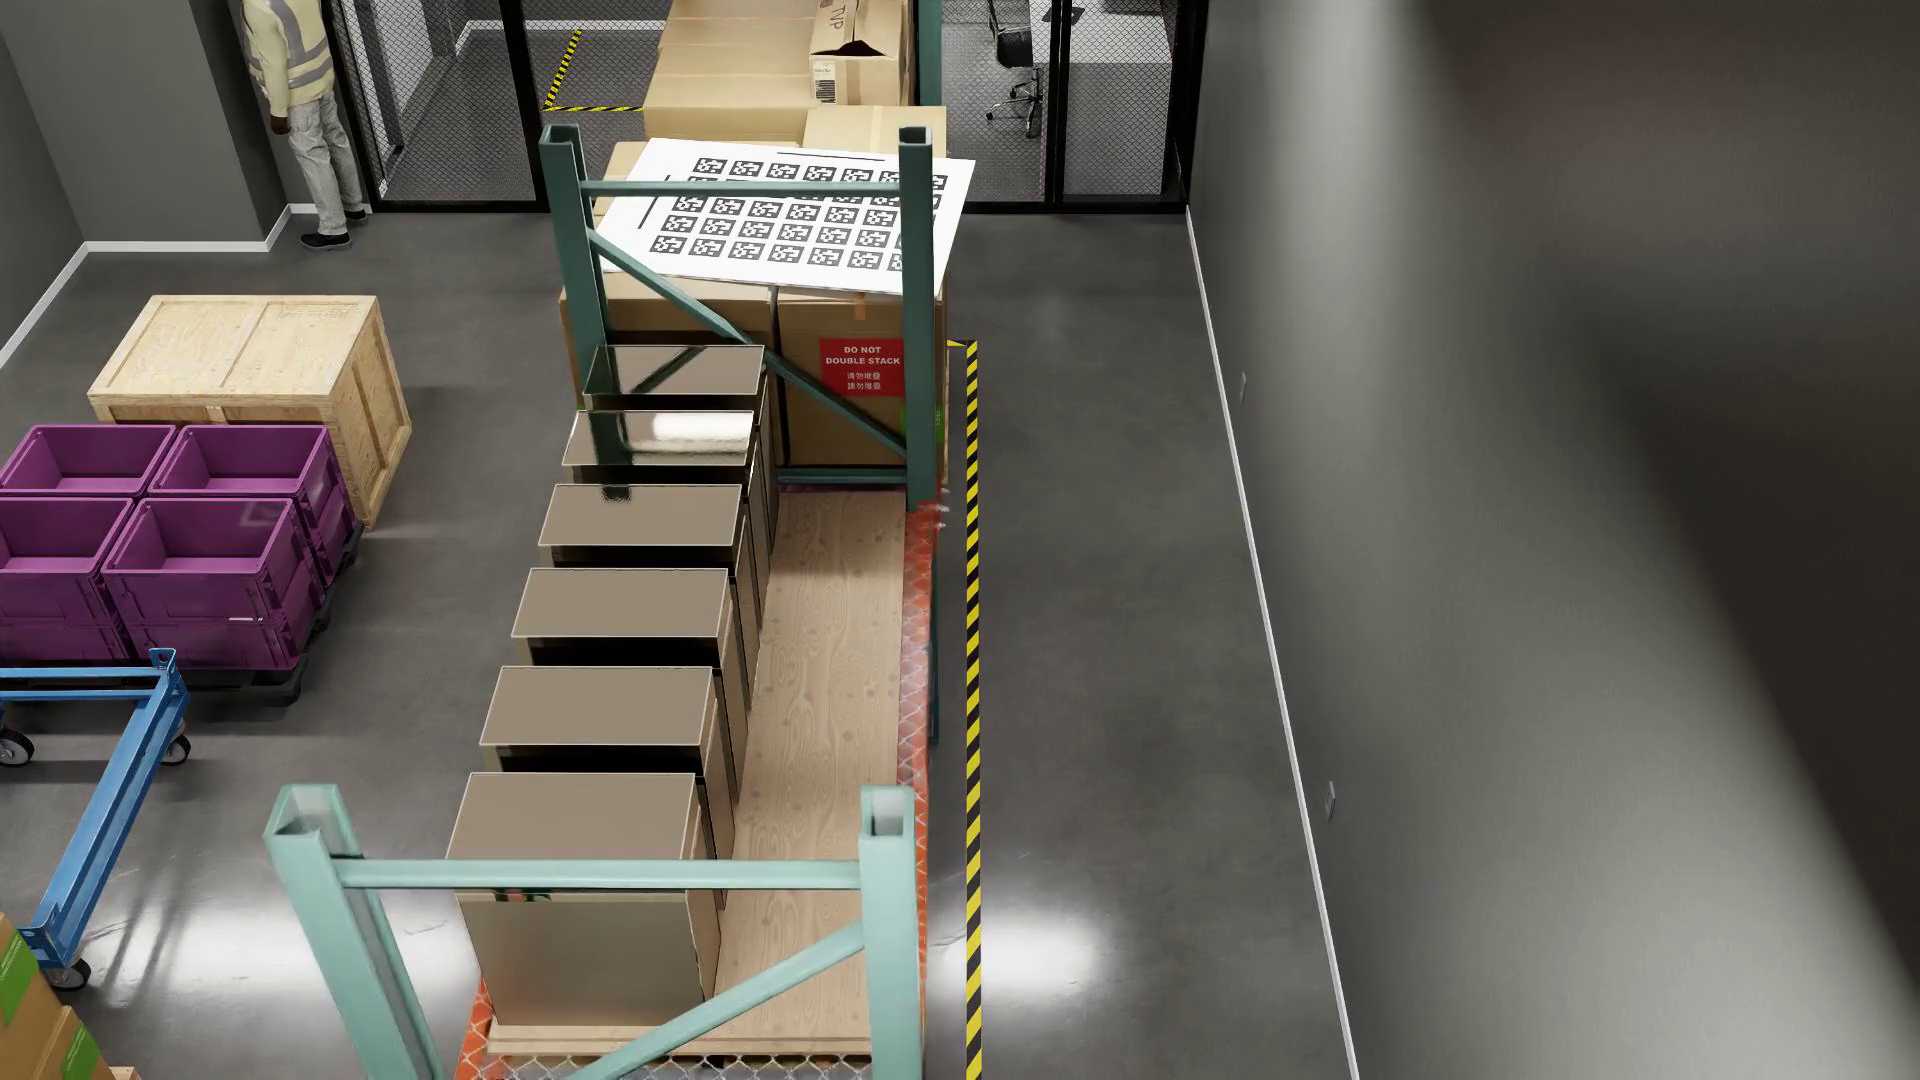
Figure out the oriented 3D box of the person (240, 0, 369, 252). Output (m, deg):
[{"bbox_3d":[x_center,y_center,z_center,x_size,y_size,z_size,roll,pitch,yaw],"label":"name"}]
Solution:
[{"bbox_3d":[-3.474,-2.394,8.702,0.404,1.832,0.595,5,41,6],"label":"person"}]
